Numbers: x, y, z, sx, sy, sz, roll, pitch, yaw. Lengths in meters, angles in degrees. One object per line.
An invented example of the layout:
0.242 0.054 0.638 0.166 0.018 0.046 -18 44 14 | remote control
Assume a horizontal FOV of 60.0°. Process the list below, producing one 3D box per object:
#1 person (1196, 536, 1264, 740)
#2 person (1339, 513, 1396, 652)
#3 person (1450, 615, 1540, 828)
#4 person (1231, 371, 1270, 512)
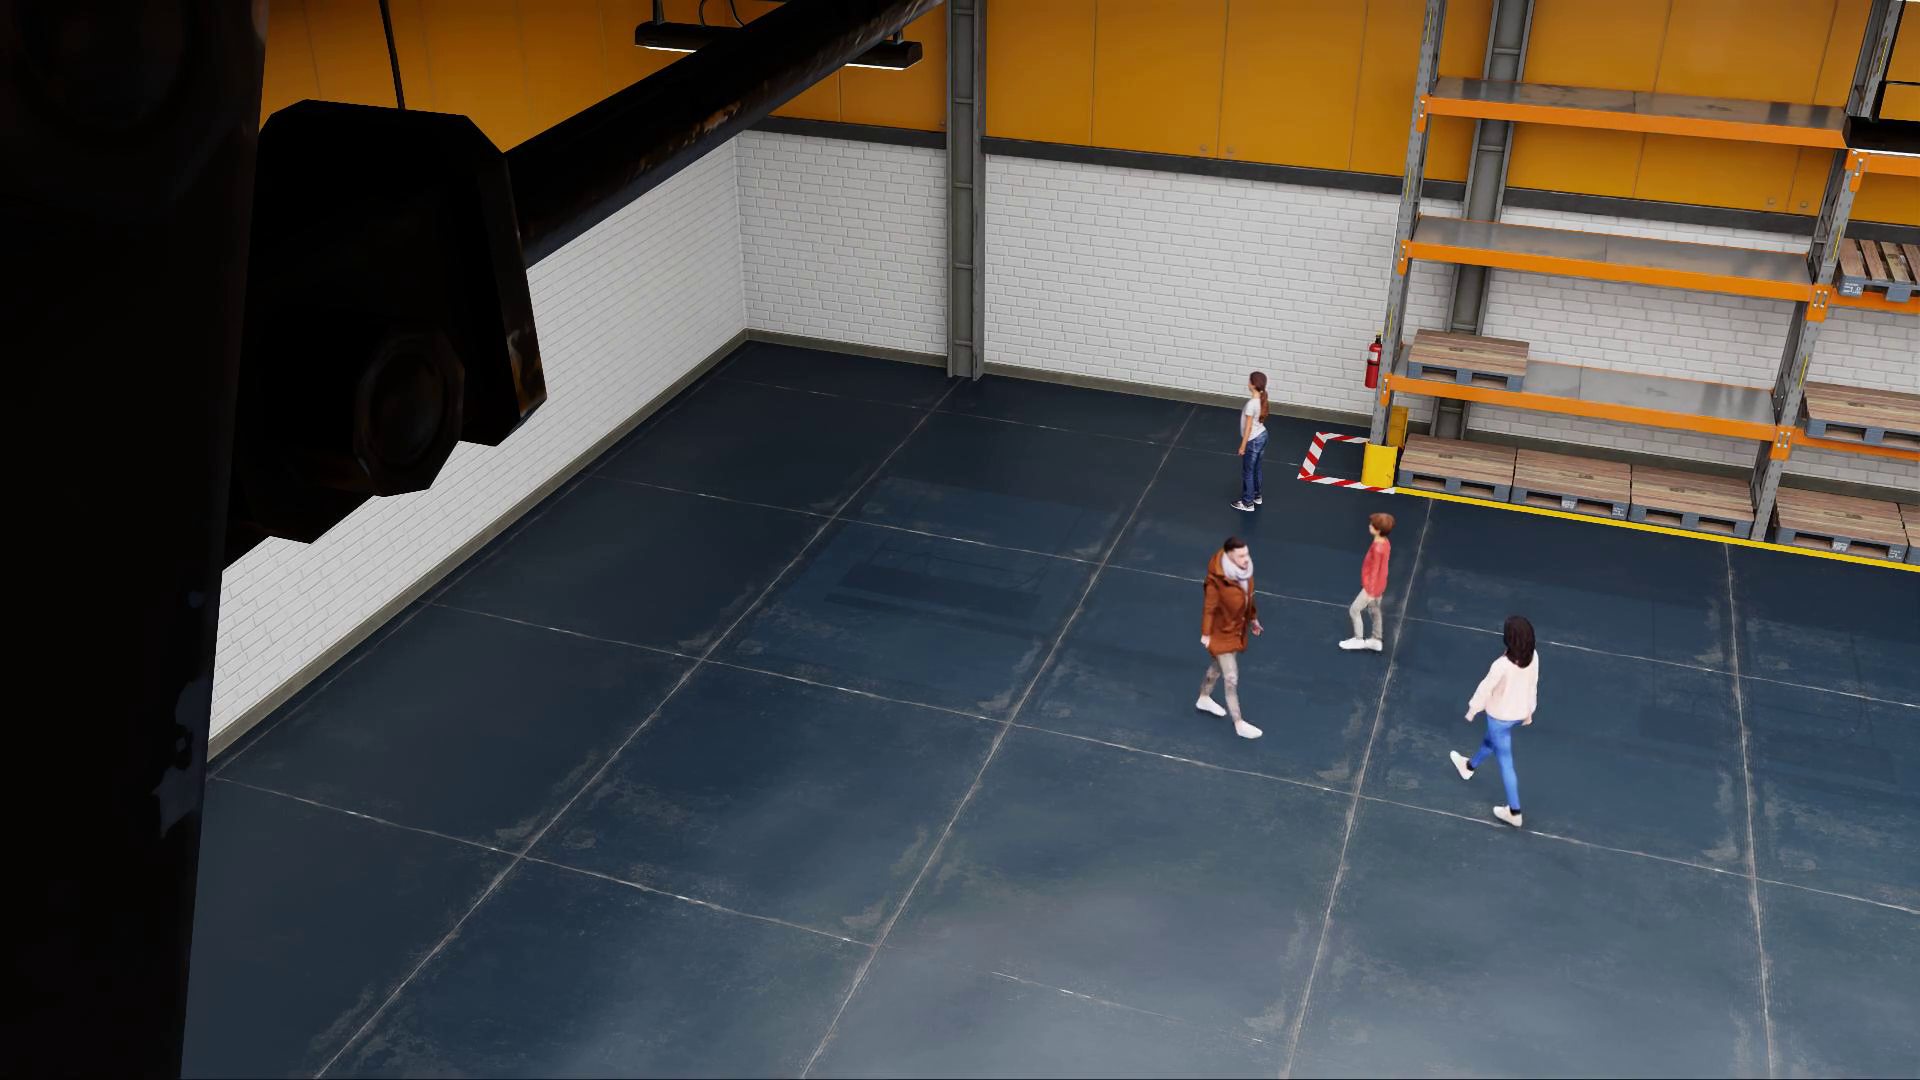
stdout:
2.202 0.754 14.158 1.097 1.807 0.903 21 35 33 | person
3.847 0.417 15.198 0.625 1.404 0.565 14 31 23 | person
4.312 1.448 12.984 1.103 1.715 1.206 -15 32 -25 | person
3.134 -1.075 17.768 0.594 1.562 0.593 20 35 32 | person
